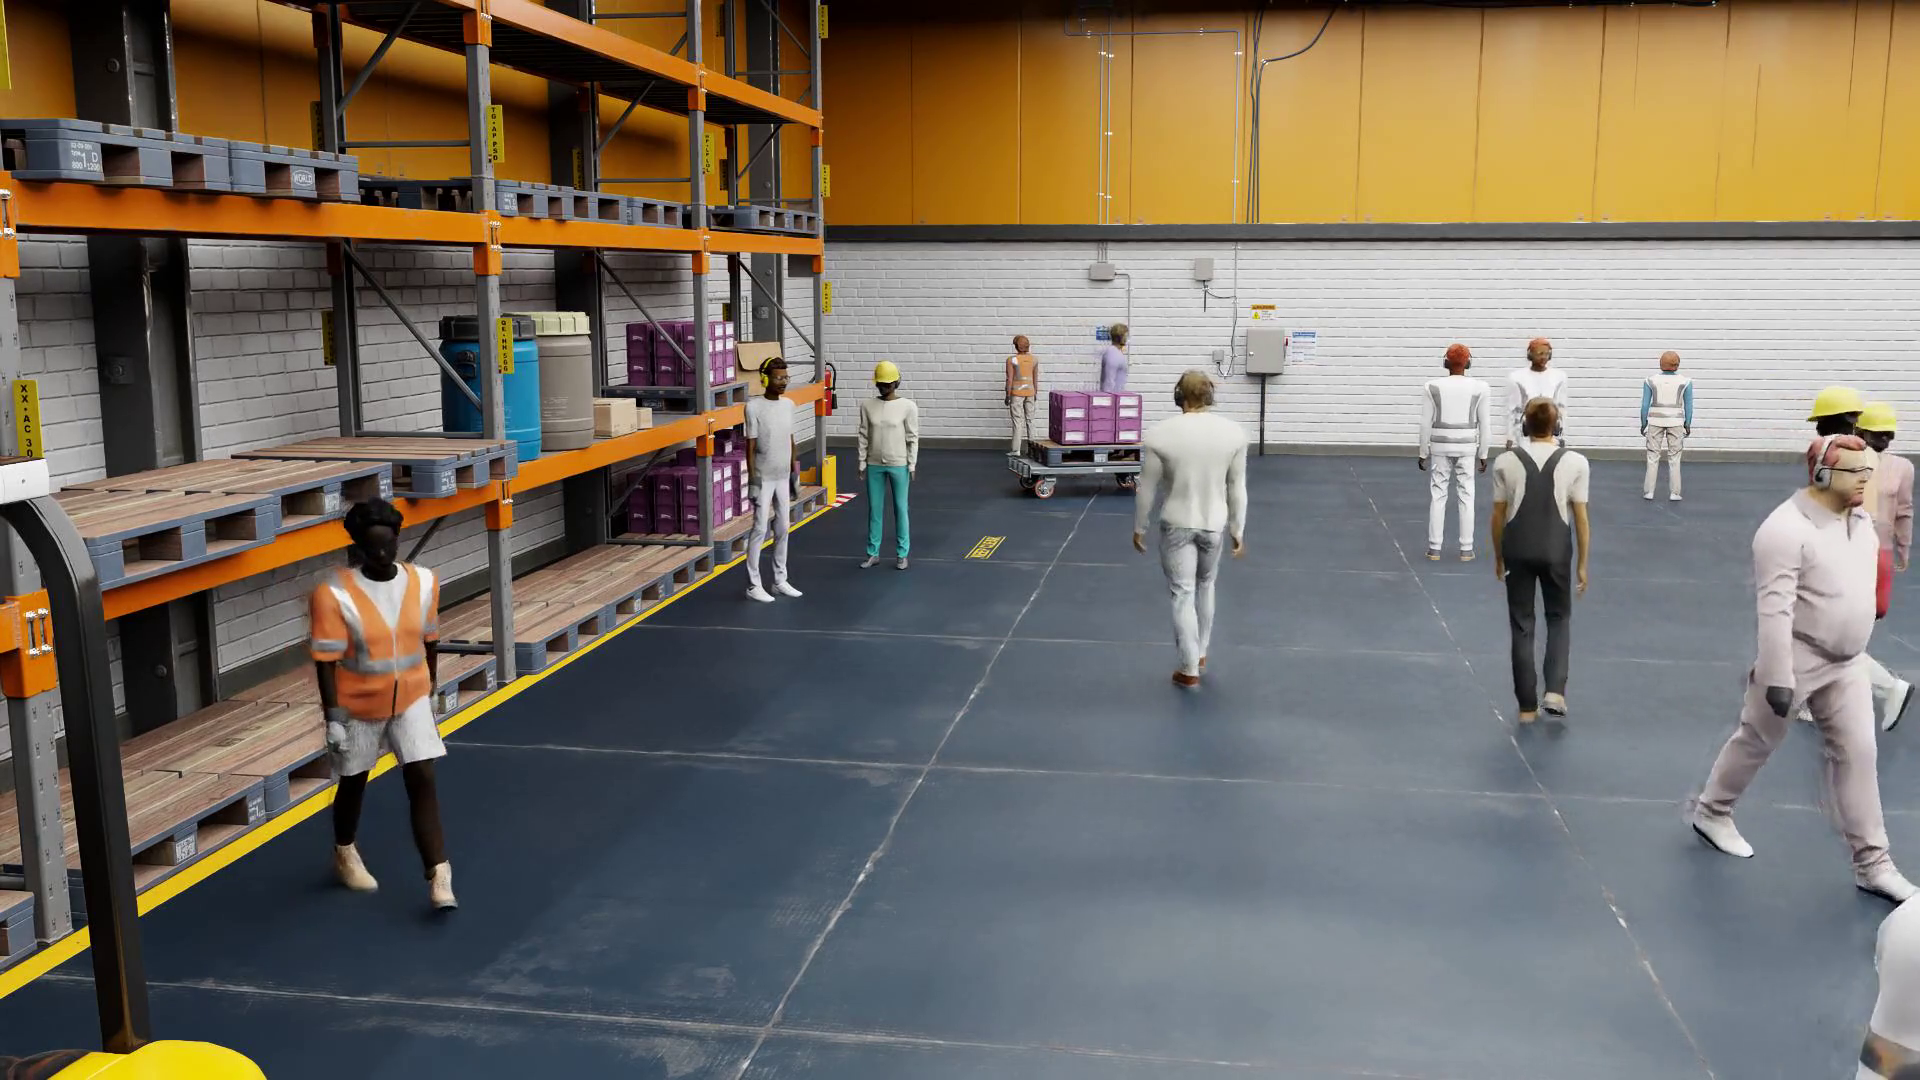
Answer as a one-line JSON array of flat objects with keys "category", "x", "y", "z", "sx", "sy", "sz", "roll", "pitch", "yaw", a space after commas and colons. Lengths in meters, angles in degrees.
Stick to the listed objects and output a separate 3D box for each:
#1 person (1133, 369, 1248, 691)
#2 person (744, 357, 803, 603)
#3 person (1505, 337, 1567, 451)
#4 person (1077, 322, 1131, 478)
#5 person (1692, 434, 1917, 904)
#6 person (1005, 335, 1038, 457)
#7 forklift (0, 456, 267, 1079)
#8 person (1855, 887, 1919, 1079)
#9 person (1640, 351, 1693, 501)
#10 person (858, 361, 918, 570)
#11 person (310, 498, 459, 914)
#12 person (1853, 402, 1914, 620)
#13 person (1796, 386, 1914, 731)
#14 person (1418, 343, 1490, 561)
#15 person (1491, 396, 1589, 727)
[{"category": "person", "x": 1.371, "y": -0.080, "z": 10.127, "sx": 0.656, "sy": 1.910, "sz": 0.801, "roll": -1, "pitch": 9, "yaw": -8}, {"category": "person", "x": -1.427, "y": -0.457, "z": 12.653, "sx": 0.320, "sy": 1.857, "sz": 0.505, "roll": 8, "pitch": 12, "yaw": 41}, {"category": "person", "x": 5.570, "y": -1.027, "z": 16.114, "sx": 0.602, "sy": 1.868, "sz": 0.453, "roll": 1, "pitch": 9, "yaw": 3}, {"category": "person", "x": 1.757, "y": -1.649, "z": 19.879, "sx": 0.959, "sy": 1.907, "sz": 0.631, "roll": 0, "pitch": 9, "yaw": 2}, {"category": "person", "x": 3.497, "y": 0.486, "z": 6.827, "sx": 0.658, "sy": 1.856, "sz": 1.025, "roll": -4, "pitch": 10, "yaw": -24}, {"category": "person", "x": 0.834, "y": -1.939, "z": 22.431, "sx": 0.514, "sy": 1.645, "sz": 0.307, "roll": -6, "pitch": 11, "yaw": -32}, {"category": "forklift", "x": -2.328, "y": 0.975, "z": 2.765, "sx": 2.313, "sy": 2.155, "sz": 1.214, "roll": 1, "pitch": 9, "yaw": 9}, {"category": "person", "x": 1.696, "y": 1.136, "z": 2.757, "sx": 0.594, "sy": 1.891, "sz": 0.691, "roll": 0, "pitch": 9, "yaw": -2}, {"category": "person", "x": 7.682, "y": -1.235, "z": 18.104, "sx": 0.524, "sy": 1.636, "sz": 0.308, "roll": 4, "pitch": 10, "yaw": 25}, {"category": "person", "x": -0.612, "y": -0.621, "z": 13.950, "sx": 0.523, "sy": 1.760, "sz": 0.328, "roll": 2, "pitch": 10, "yaw": 15}, {"category": "person", "x": -2.246, "y": 0.640, "z": 6.471, "sx": 0.559, "sy": 1.640, "sz": 0.889, "roll": -8, "pitch": 12, "yaw": -41}, {"category": "person", "x": 5.390, "y": 0.028, "z": 9.982, "sx": 0.527, "sy": 1.743, "sz": 0.642, "roll": 0, "pitch": 9, "yaw": 3}, {"category": "person", "x": 4.817, "y": 0.116, "z": 9.007, "sx": 0.591, "sy": 1.891, "sz": 0.723, "roll": -8, "pitch": 12, "yaw": -41}, {"category": "person", "x": 4.267, "y": -0.754, "z": 14.378, "sx": 0.587, "sy": 1.883, "sz": 0.341, "roll": 2, "pitch": 10, "yaw": 14}, {"category": "person", "x": 3.187, "y": 0.121, "z": 9.189, "sx": 0.521, "sy": 1.818, "sz": 0.461, "roll": 3, "pitch": 10, "yaw": 18}]
